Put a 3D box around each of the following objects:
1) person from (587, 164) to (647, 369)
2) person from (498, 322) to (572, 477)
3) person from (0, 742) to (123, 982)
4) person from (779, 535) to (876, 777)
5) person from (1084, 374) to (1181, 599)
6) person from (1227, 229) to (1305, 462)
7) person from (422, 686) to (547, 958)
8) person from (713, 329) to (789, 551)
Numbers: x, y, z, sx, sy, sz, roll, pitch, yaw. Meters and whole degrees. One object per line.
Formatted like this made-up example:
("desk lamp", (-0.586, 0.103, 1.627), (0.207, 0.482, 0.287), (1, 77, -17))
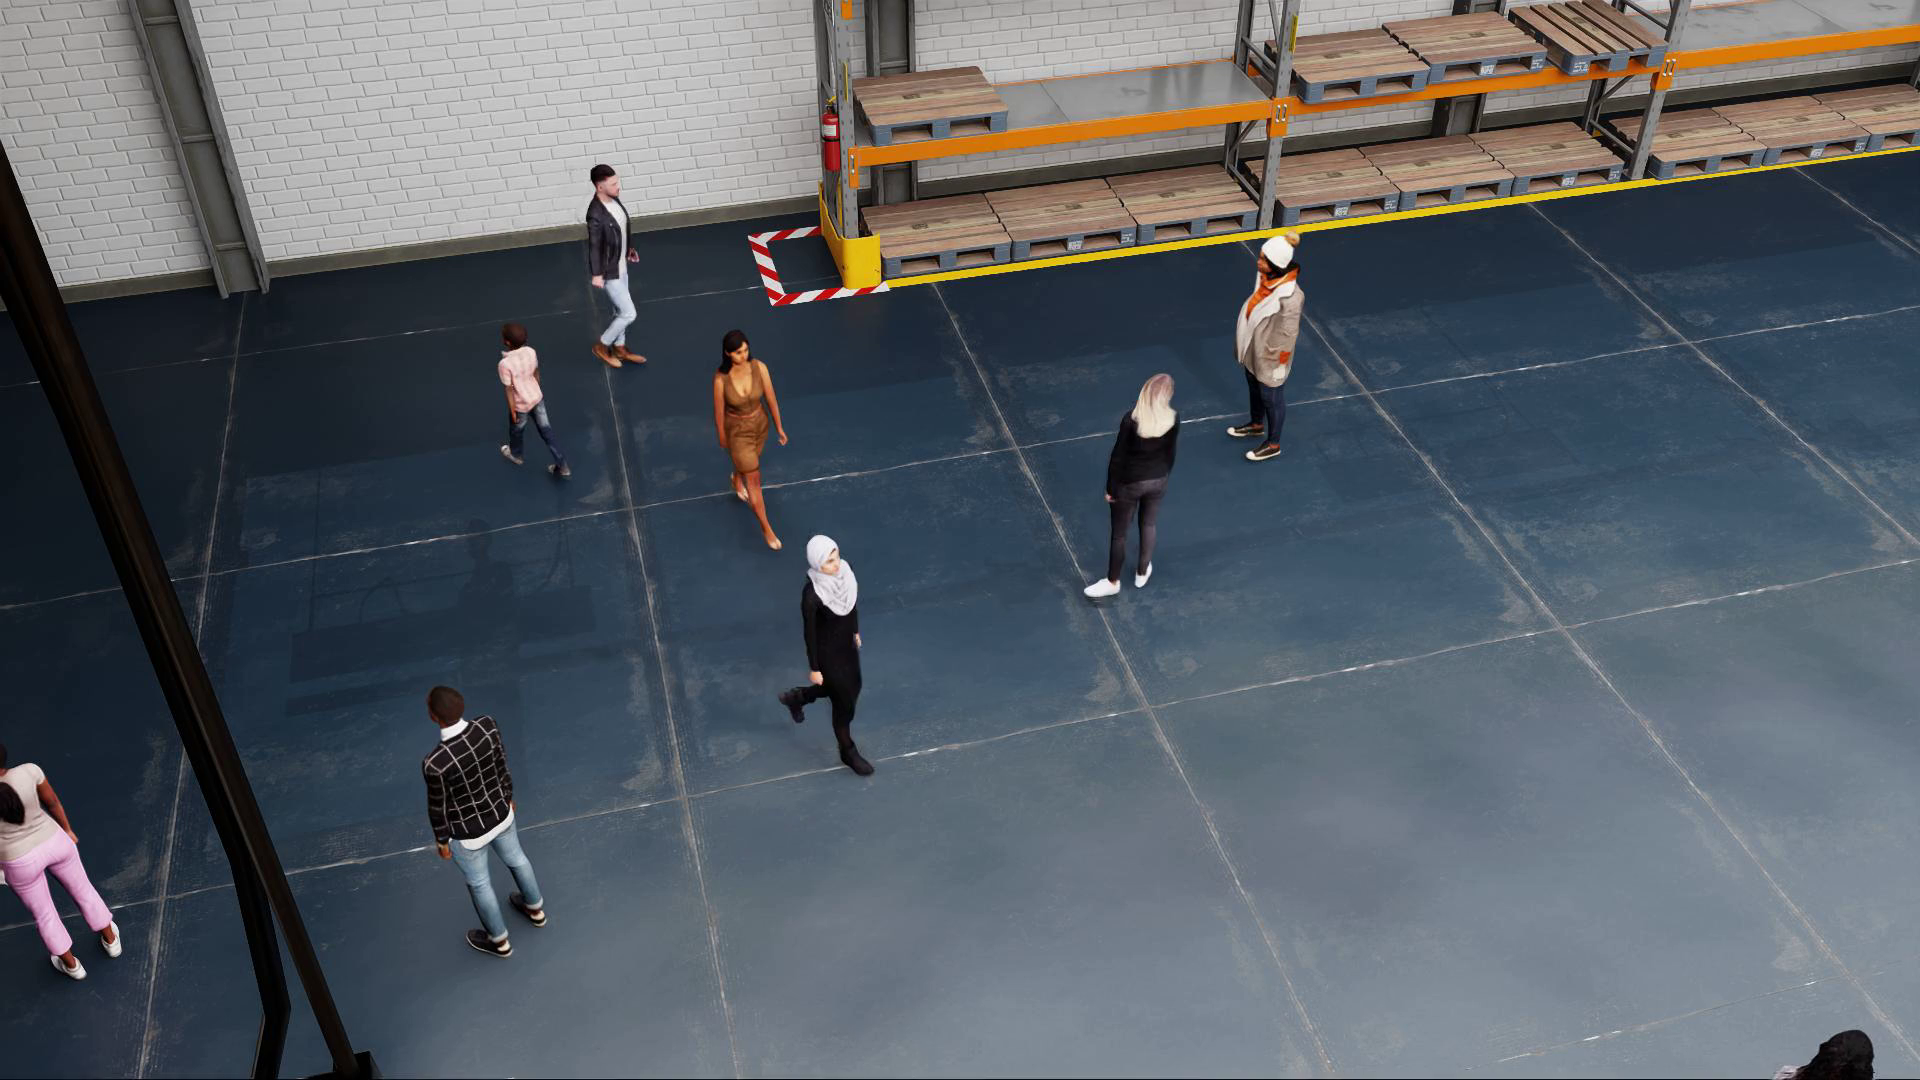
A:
("person", (-2.894, -2.190, 13.396), (0.770, 1.822, 0.767), (1, 39, 1))
("person", (-3.175, -1.014, 12.357), (0.899, 1.280, 0.916), (27, 46, 30))
("person", (-4.817, 1.638, 8.668), (0.709, 1.741, 0.613), (30, 47, 32))
("person", (-0.817, 0.654, 9.886), (1.028, 1.759, 0.978), (21, 43, 25))
("person", (1.191, -0.345, 11.213), (0.536, 1.663, 0.906), (-21, 43, -25))
("person", (2.332, -1.478, 12.445), (0.647, 1.896, 0.692), (-11, 40, -13))
("person", (-2.534, 1.484, 8.800), (0.798, 1.816, 0.713), (24, 45, 27))
("person", (-1.544, -0.794, 11.790), (1.094, 1.645, 0.889), (-23, 44, -26))
